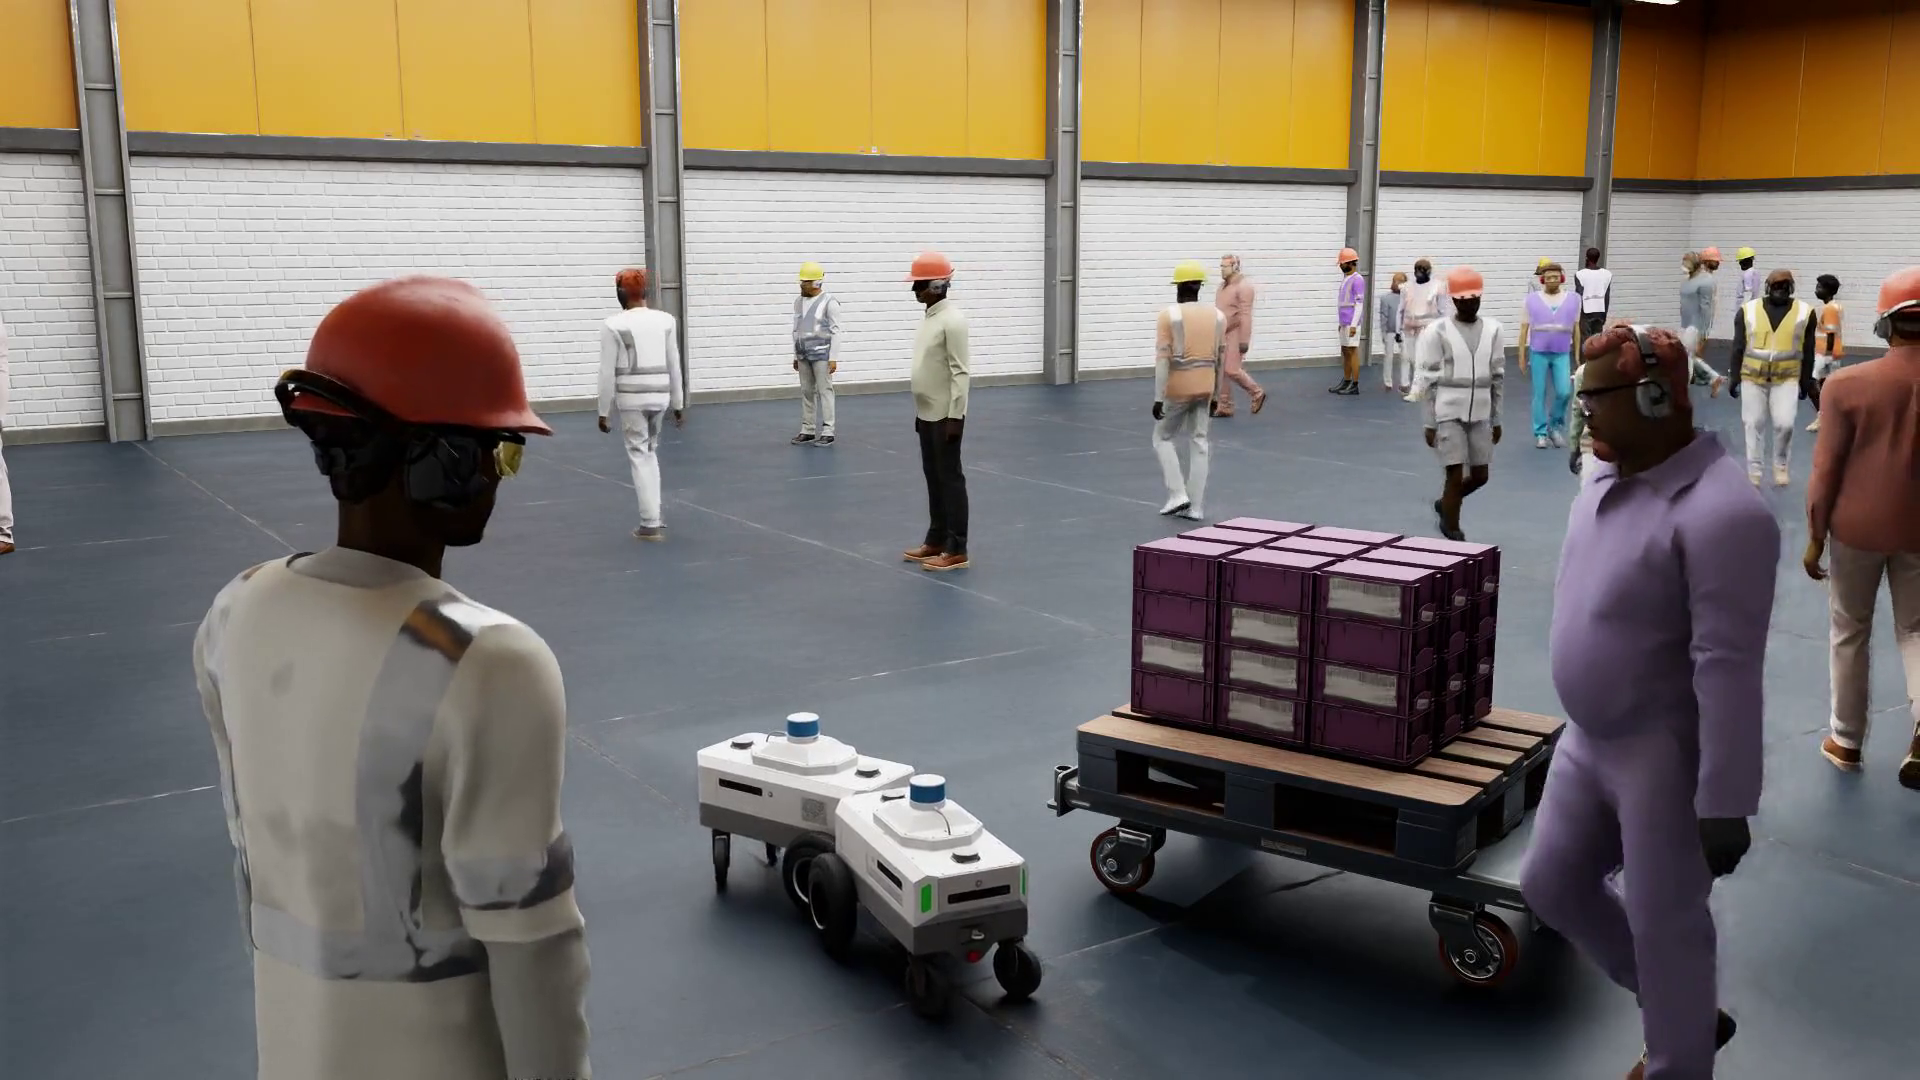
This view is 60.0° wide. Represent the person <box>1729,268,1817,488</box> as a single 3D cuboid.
[{"bbox_3d":[6.693,-1.324,13.744,0.632,1.826,0.446,5,12,27],"label":"person"}]

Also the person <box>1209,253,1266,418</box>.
[{"bbox_3d":[3.163,-2.331,19.075,0.545,1.895,0.656,-4,11,-21],"label":"person"}]

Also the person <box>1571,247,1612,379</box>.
[{"bbox_3d":[9.215,-3.301,24.303,0.587,1.920,0.395,-3,11,-14],"label":"person"}]

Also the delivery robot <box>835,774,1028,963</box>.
[{"bbox_3d":[-0.091,0.909,4.710,0.477,0.478,0.707,-5,11,-24],"label":"delivery robot"}]

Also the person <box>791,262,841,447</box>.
[{"bbox_3d":[-1.456,-1.843,16.557,0.601,1.827,0.404,8,13,39],"label":"person"}]

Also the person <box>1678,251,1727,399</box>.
[{"bbox_3d":[9.216,-2.643,20.737,0.777,1.912,0.628,0,10,-2],"label":"person"}]

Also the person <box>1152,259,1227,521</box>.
[{"bbox_3d":[1.655,-1.096,12.225,0.622,1.909,0.455,-5,11,-24],"label":"person"}]

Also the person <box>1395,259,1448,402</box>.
[{"bbox_3d":[5.910,-2.690,21.264,0.636,1.805,0.905,9,14,41],"label":"person"}]

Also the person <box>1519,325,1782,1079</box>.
[{"bbox_3d":[1.538,0.470,3.719,0.450,1.880,0.735,-1,10,-6],"label":"person"}]

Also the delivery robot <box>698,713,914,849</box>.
[{"bbox_3d":[-0.501,0.797,5.324,0.707,0.478,0.477,7,13,34],"label":"delivery robot"}]

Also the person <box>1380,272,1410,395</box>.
[{"bbox_3d":[5.777,-2.708,21.912,0.508,1.610,0.693,0,10,0],"label":"person"}]

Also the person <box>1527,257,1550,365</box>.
[{"bbox_3d":[9.452,-3.708,27.015,0.483,1.745,0.299,3,11,16],"label":"person"}]

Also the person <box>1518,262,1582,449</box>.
[{"bbox_3d":[5.787,-1.802,16.323,0.612,1.827,0.509,2,11,10],"label":"person"}]

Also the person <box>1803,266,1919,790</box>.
[{"bbox_3d":[3.516,-0.031,6.235,0.630,1.970,0.753,3,11,14],"label":"person"}]

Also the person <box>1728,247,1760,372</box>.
[{"bbox_3d":[12.056,-3.527,25.550,0.384,1.917,0.584,7,12,33],"label":"person"}]

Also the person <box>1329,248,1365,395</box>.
[{"bbox_3d":[5.117,-2.878,21.963,0.375,1.927,0.543,-1,10,-7],"label":"person"}]

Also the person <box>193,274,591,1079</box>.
[{"bbox_3d":[-0.680,0.685,2.153,0.611,2.032,0.411,7,13,35],"label":"person"}]

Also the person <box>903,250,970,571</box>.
[{"bbox_3d":[-0.149,-0.804,10.411,0.396,1.990,0.621,-4,11,-22],"label":"person"}]

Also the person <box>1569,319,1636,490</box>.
[{"bbox_3d":[3.956,-0.541,10.062,0.526,1.608,0.794,3,11,16],"label":"person"}]

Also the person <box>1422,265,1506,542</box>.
[{"bbox_3d":[3.209,-0.819,10.756,0.550,1.909,0.636,-1,10,-8],"label":"person"}]

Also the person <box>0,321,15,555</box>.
[{"bbox_3d":[-6.470,-0.832,10.796,0.639,1.911,0.406,4,11,22],"label":"person"}]

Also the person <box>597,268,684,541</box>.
[{"bbox_3d":[-2.226,-0.931,11.459,0.607,1.859,0.609,-10,14,-42],"label":"person"}]

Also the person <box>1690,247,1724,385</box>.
[{"bbox_3d":[10.518,-3.141,23.450,0.371,1.937,0.586,7,13,35],"label":"person"}]

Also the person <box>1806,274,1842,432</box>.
[{"bbox_3d":[9.134,-1.967,17.629,0.412,1.677,0.546,5,11,25],"label":"person"}]
